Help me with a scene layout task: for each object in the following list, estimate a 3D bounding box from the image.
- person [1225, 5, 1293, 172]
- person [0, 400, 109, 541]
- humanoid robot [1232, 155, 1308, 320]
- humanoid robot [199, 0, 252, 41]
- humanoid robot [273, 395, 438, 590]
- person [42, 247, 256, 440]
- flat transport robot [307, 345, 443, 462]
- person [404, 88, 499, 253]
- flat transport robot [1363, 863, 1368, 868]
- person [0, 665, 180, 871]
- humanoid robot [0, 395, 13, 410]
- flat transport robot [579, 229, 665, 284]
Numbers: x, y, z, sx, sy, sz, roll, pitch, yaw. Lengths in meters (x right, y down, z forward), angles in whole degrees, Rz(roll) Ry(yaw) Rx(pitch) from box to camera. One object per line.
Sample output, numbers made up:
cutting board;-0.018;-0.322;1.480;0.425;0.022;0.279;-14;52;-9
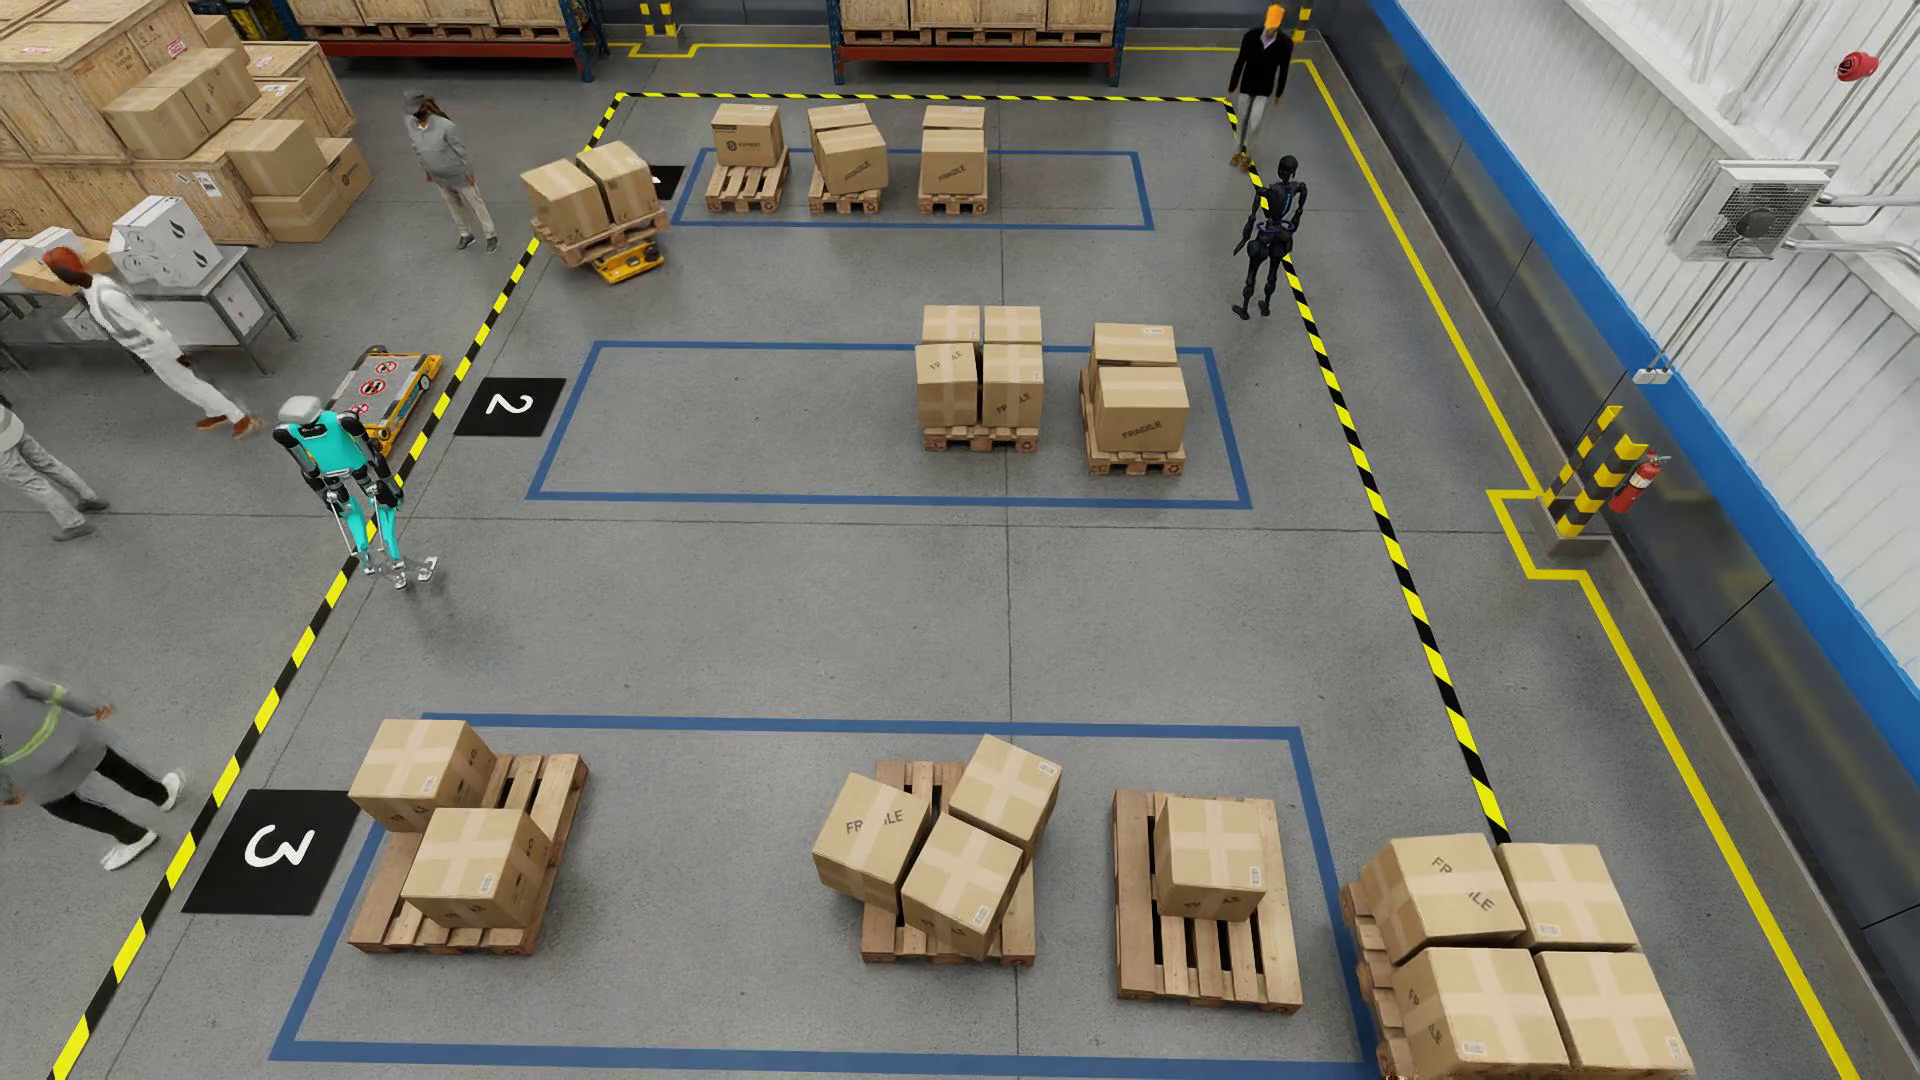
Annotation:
person;3.468;-5.285;10.794;0.596;1.862;0.583;25;54;19
person;-7.334;-0.772;6.927;0.413;1.939;0.609;-10;50;-8
humanoid robot;3.000;-2.924;8.911;0.599;1.654;0.315;-8;50;-7
humanoid robot;-9.457;-6.417;11.919;0.796;1.637;0.600;2;50;1
humanoid robot;-4.268;-0.201;6.487;0.533;1.677;0.735;-12;51;-10
person;-6.755;-1.630;7.708;0.712;1.856;0.421;27;55;21
flat transport robot;-5.383;-1.269;8.441;0.659;0.231;1.431;1;50;1
person;-5.387;-3.887;9.675;0.562;1.763;0.403;7;50;6
flat transport robot;2.829;2.541;5.198;0.652;0.197;1.431;1;50;1
person;-5.288;1.258;5.297;0.375;1.812;0.695;13;51;11
humanoid robot;-9.157;-1.732;7.913;0.406;1.638;0.588;37;59;27
flat transport robot;-3.952;-3.339;10.174;0.652;0.197;1.431;-35;58;-26
